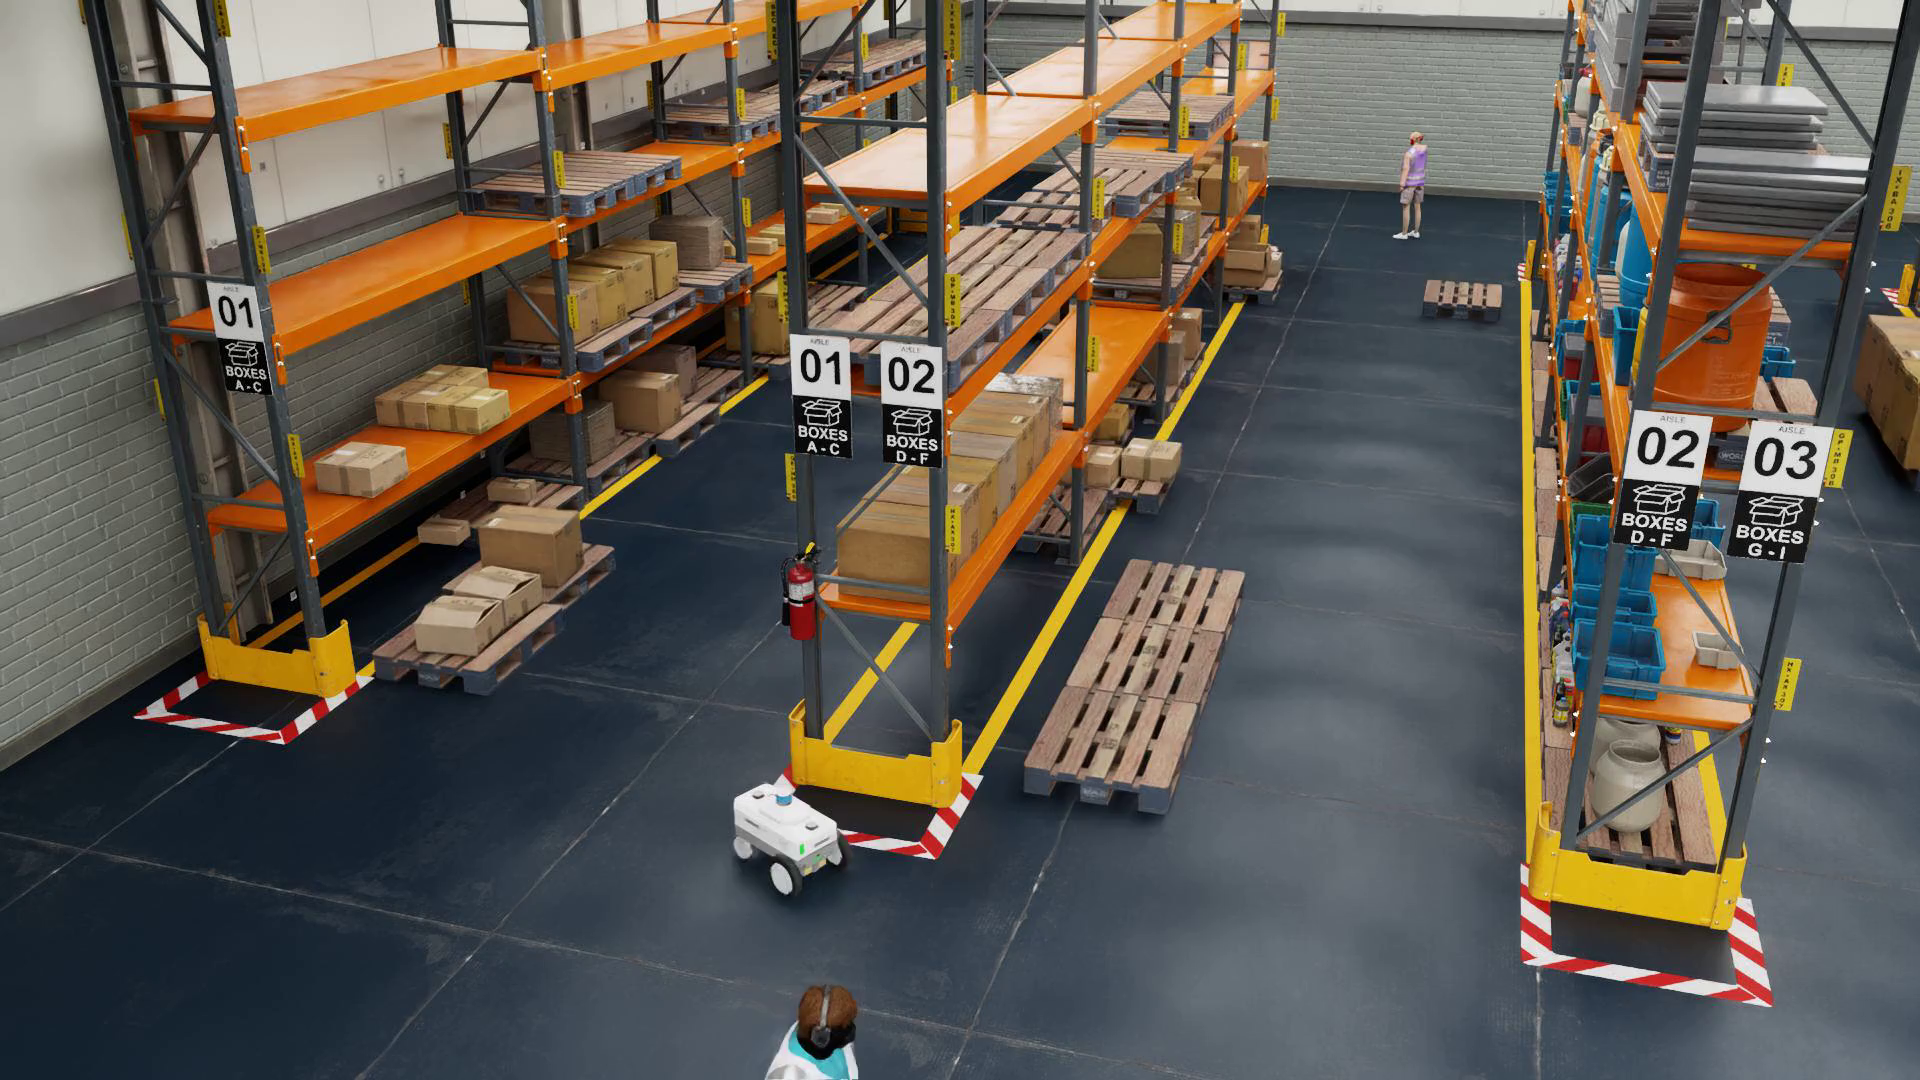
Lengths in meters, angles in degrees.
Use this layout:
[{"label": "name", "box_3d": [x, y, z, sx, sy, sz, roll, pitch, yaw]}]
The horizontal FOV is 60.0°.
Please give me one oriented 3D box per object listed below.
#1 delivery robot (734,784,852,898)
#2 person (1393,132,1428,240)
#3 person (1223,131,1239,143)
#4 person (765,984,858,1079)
[{"label": "delivery robot", "box_3d": [-1.086, 1.864, 10.513, 0.807, 0.613, 0.499, 21, 31, 40]}, {"label": "person", "box_3d": [7.187, -5.623, 26.422, 0.491, 1.688, 0.347, -14, 27, -30]}, {"label": "person", "box_3d": [4.118, -5.590, 26.240, 0.843, 1.763, 0.499, 4, 24, 8]}, {"label": "person", "box_3d": [-0.696, 2.638, 7.127, 0.828, 1.803, 0.659, 5, 24, 11]}]
